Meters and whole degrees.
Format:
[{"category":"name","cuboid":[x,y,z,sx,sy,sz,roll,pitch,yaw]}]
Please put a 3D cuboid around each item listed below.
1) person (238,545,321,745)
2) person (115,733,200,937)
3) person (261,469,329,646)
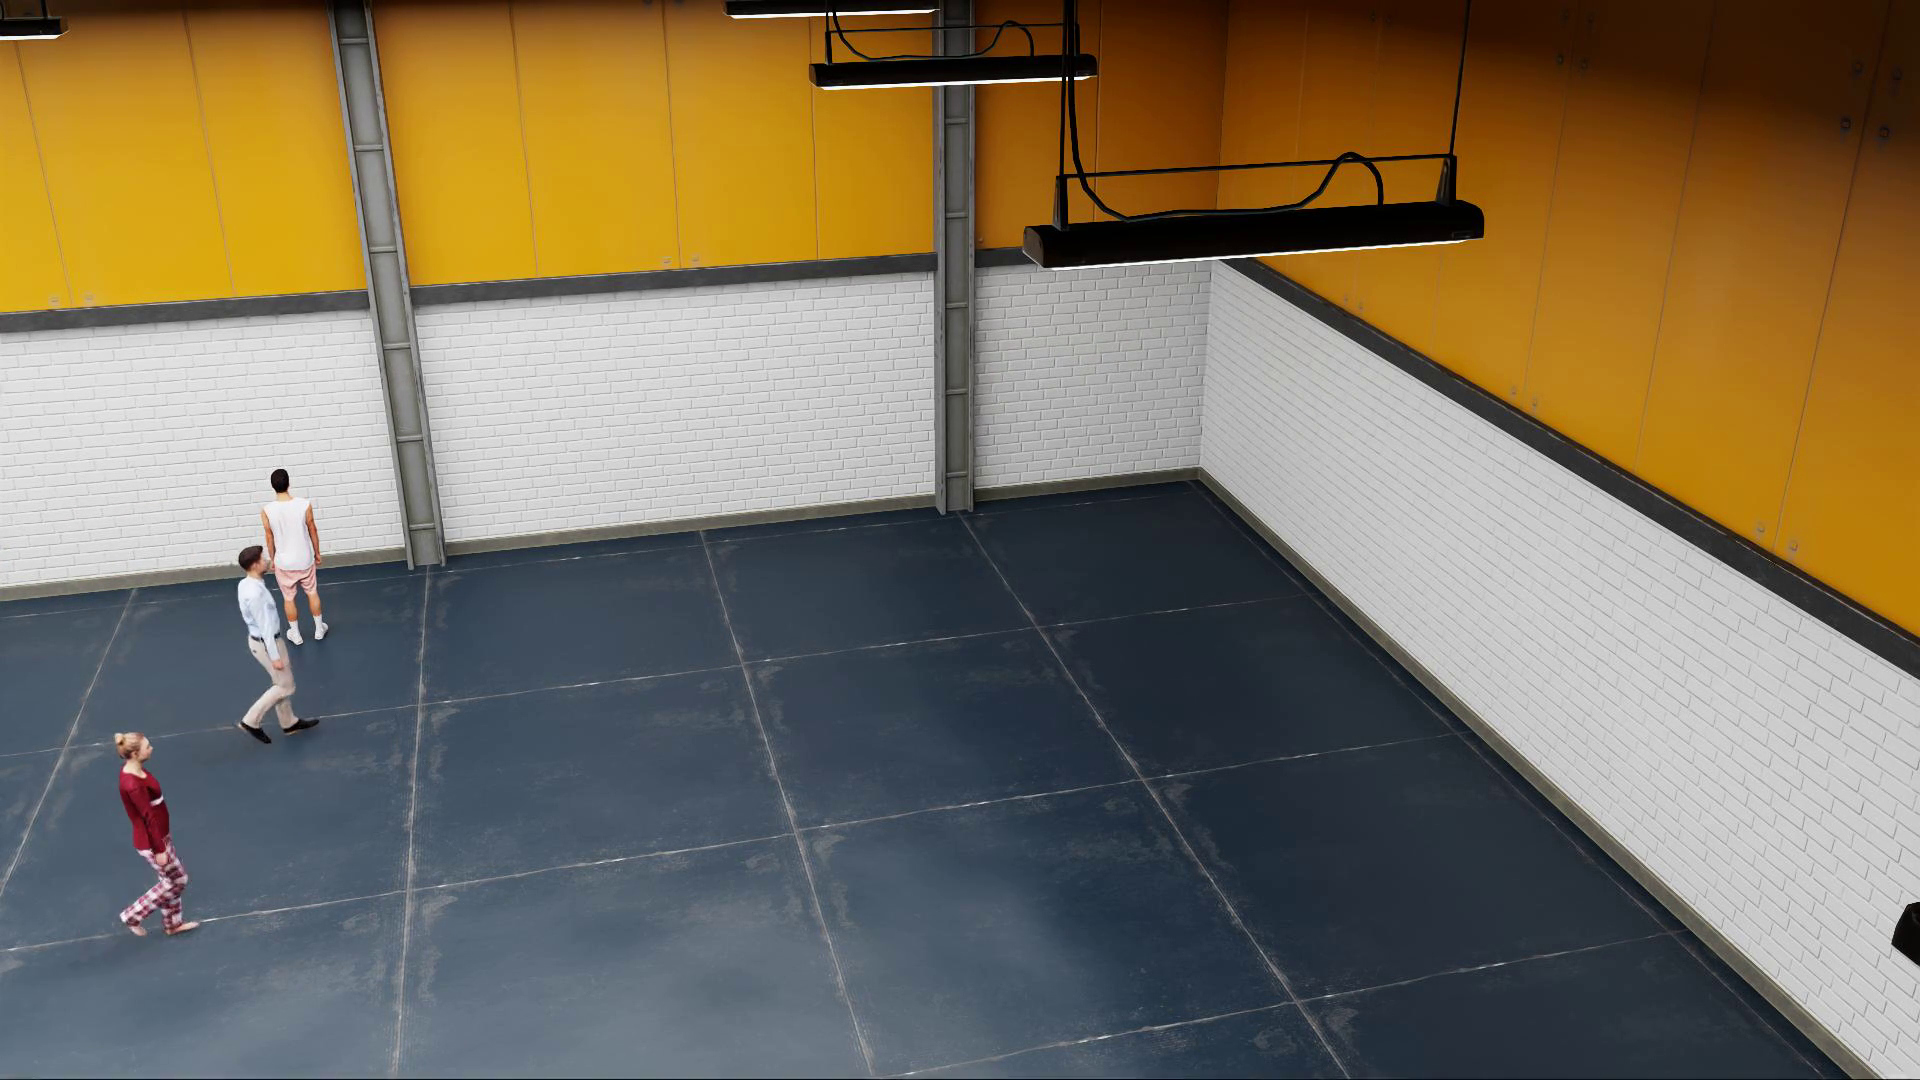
[{"category":"person","cuboid":[-6.069,0.939,14.434,0.992,1.828,0.813,-14,27,-28]},{"category":"person","cuboid":[-5.838,2.140,11.857,0.776,1.691,0.711,-12,26,-25]},{"category":"person","cuboid":[-6.519,0.164,16.257,0.579,1.788,0.752,-12,26,-26]}]
